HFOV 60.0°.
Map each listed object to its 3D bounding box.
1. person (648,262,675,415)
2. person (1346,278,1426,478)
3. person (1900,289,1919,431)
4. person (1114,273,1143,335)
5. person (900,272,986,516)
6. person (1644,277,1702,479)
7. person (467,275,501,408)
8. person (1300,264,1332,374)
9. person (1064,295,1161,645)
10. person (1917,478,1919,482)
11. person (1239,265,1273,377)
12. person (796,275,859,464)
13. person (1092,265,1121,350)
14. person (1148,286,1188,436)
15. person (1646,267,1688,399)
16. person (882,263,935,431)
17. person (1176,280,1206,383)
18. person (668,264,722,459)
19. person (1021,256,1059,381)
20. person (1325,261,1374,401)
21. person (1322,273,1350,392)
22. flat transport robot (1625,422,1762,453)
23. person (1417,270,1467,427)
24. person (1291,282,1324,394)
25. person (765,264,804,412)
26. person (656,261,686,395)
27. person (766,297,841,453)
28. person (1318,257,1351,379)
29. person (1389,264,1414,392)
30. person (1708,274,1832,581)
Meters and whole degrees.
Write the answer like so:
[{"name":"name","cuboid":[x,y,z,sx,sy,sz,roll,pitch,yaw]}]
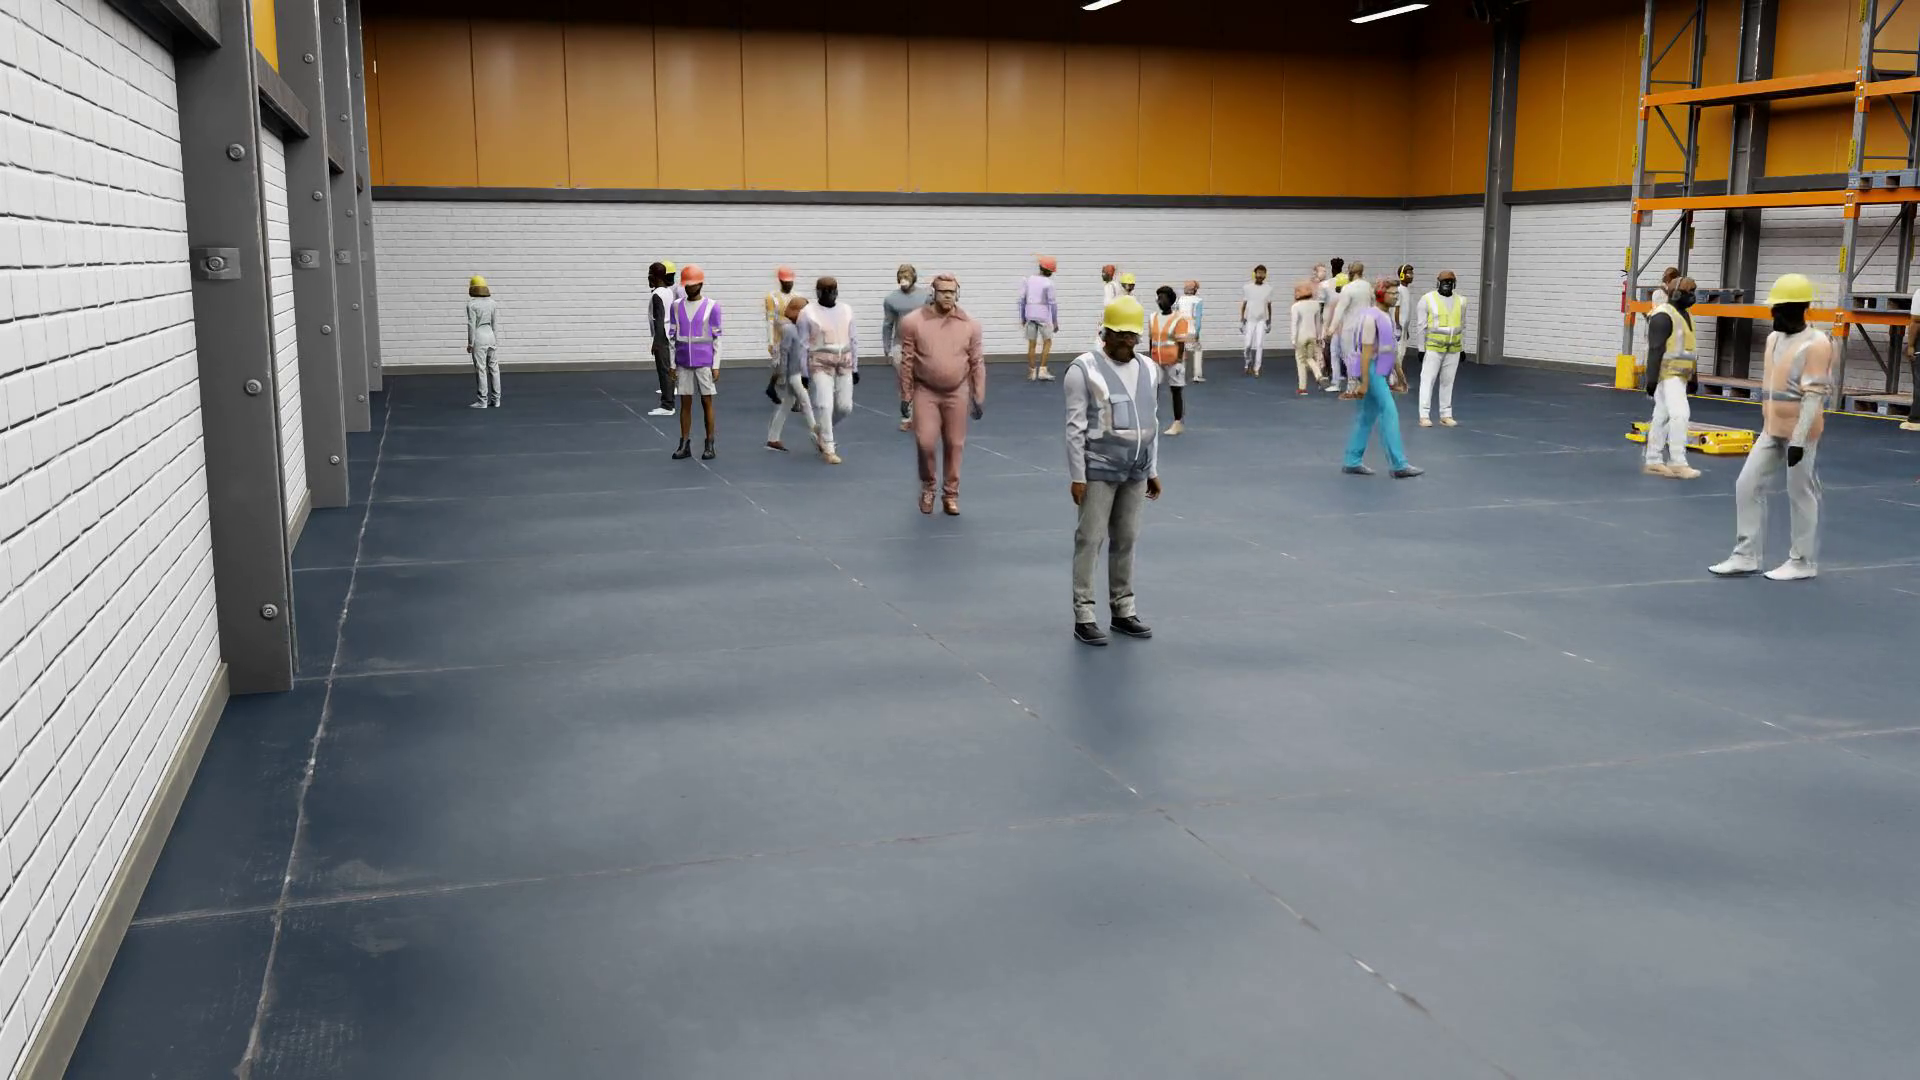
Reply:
[{"name":"person","cuboid":[-3.759,-2.532,20.996,0.392,1.919,0.588,0,10,1]},{"name":"person","cuboid":[3.924,-1.460,15.110,0.872,1.812,0.571,5,11,26]},{"name":"person","cuboid":[11.232,-2.277,19.168,0.681,2.000,0.535,0,10,2]},{"name":"person","cuboid":[2.601,-3.366,26.361,0.527,1.742,0.800,-9,13,-41]},{"name":"person","cuboid":[-0.126,-1.120,12.902,0.669,1.887,0.446,-1,10,-7]},{"name":"person","cuboid":[6.575,-1.463,15.087,0.703,1.819,0.659,9,13,43]},{"name":"person","cuboid":[-6.318,-2.615,21.984,0.293,1.745,0.484,6,12,32]},{"name":"person","cuboid":[6.124,-3.763,28.300,0.668,1.851,0.989,-4,11,-23]},{"name":"person","cuboid":[0.822,-0.368,8.748,0.592,1.822,0.404,-6,11,-31]},{"name":"person","cuboid":[8.816,-1.417,14.681,0.513,1.872,0.331,7,12,35]},{"name":"person","cuboid":[4.871,-3.609,27.448,0.548,1.844,0.529,0,10,2]},{"name":"person","cuboid":[-1.316,-1.679,16.315,0.626,1.829,0.635,-6,12,-32]},{"name":"person","cuboid":[2.466,-3.699,28.000,0.988,1.829,0.609,4,11,23]},{"name":"person","cuboid":[2.214,-1.957,18.367,0.557,1.660,0.794,9,13,41]},{"name":"person","cuboid":[9.868,-2.877,23.202,0.513,1.845,0.336,0,10,0]},{"name":"person","cuboid":[-0.587,-2.203,19.084,0.647,1.920,0.448,2,10,14]},{"name":"person","cuboid":[3.571,-3.219,25.865,0.510,1.610,0.692,8,12,38]},{"name":"person","cuboid":[-2.630,-1.757,16.465,0.544,1.934,0.365,1,10,9]},{"name":"person","cuboid":[1.260,-3.531,26.622,0.694,1.988,0.415,6,11,31]},{"name":"person","cuboid":[5.419,-2.890,23.028,0.464,1.930,0.649,10,14,44]},{"name":"person","cuboid":[5.591,-3.030,24.373,0.549,1.745,0.452,-6,12,-32]},{"name":"flat transport robot","cuboid":[7.705,-1.086,17.389,0.652,0.197,1.431,-3,10,-16]},{"name":"person","cuboid":[5.682,-2.248,19.581,0.625,1.840,0.430,-2,10,-11]},{"name":"person","cuboid":[4.998,-2.891,23.925,0.528,1.613,0.456,-4,11,-23]},{"name":"person","cuboid":[-2.295,-2.621,21.577,0.555,1.902,0.742,-5,11,-25]},{"name":"person","cuboid":[-4.178,-3.062,24.038,0.366,1.928,0.585,-8,13,-40]},{"name":"person","cuboid":[-1.620,-1.675,16.950,0.857,1.585,0.509,3,10,16]},{"name":"person","cuboid":[6.071,-3.575,26.894,0.603,1.966,0.368,0,10,2]},{"name":"person","cuboid":[6.559,-3.135,24.631,0.313,1.869,0.538,5,11,28]},{"name":"person","cuboid":[5.013,-0.676,10.276,0.750,1.900,0.620,-1,10,-8]}]
